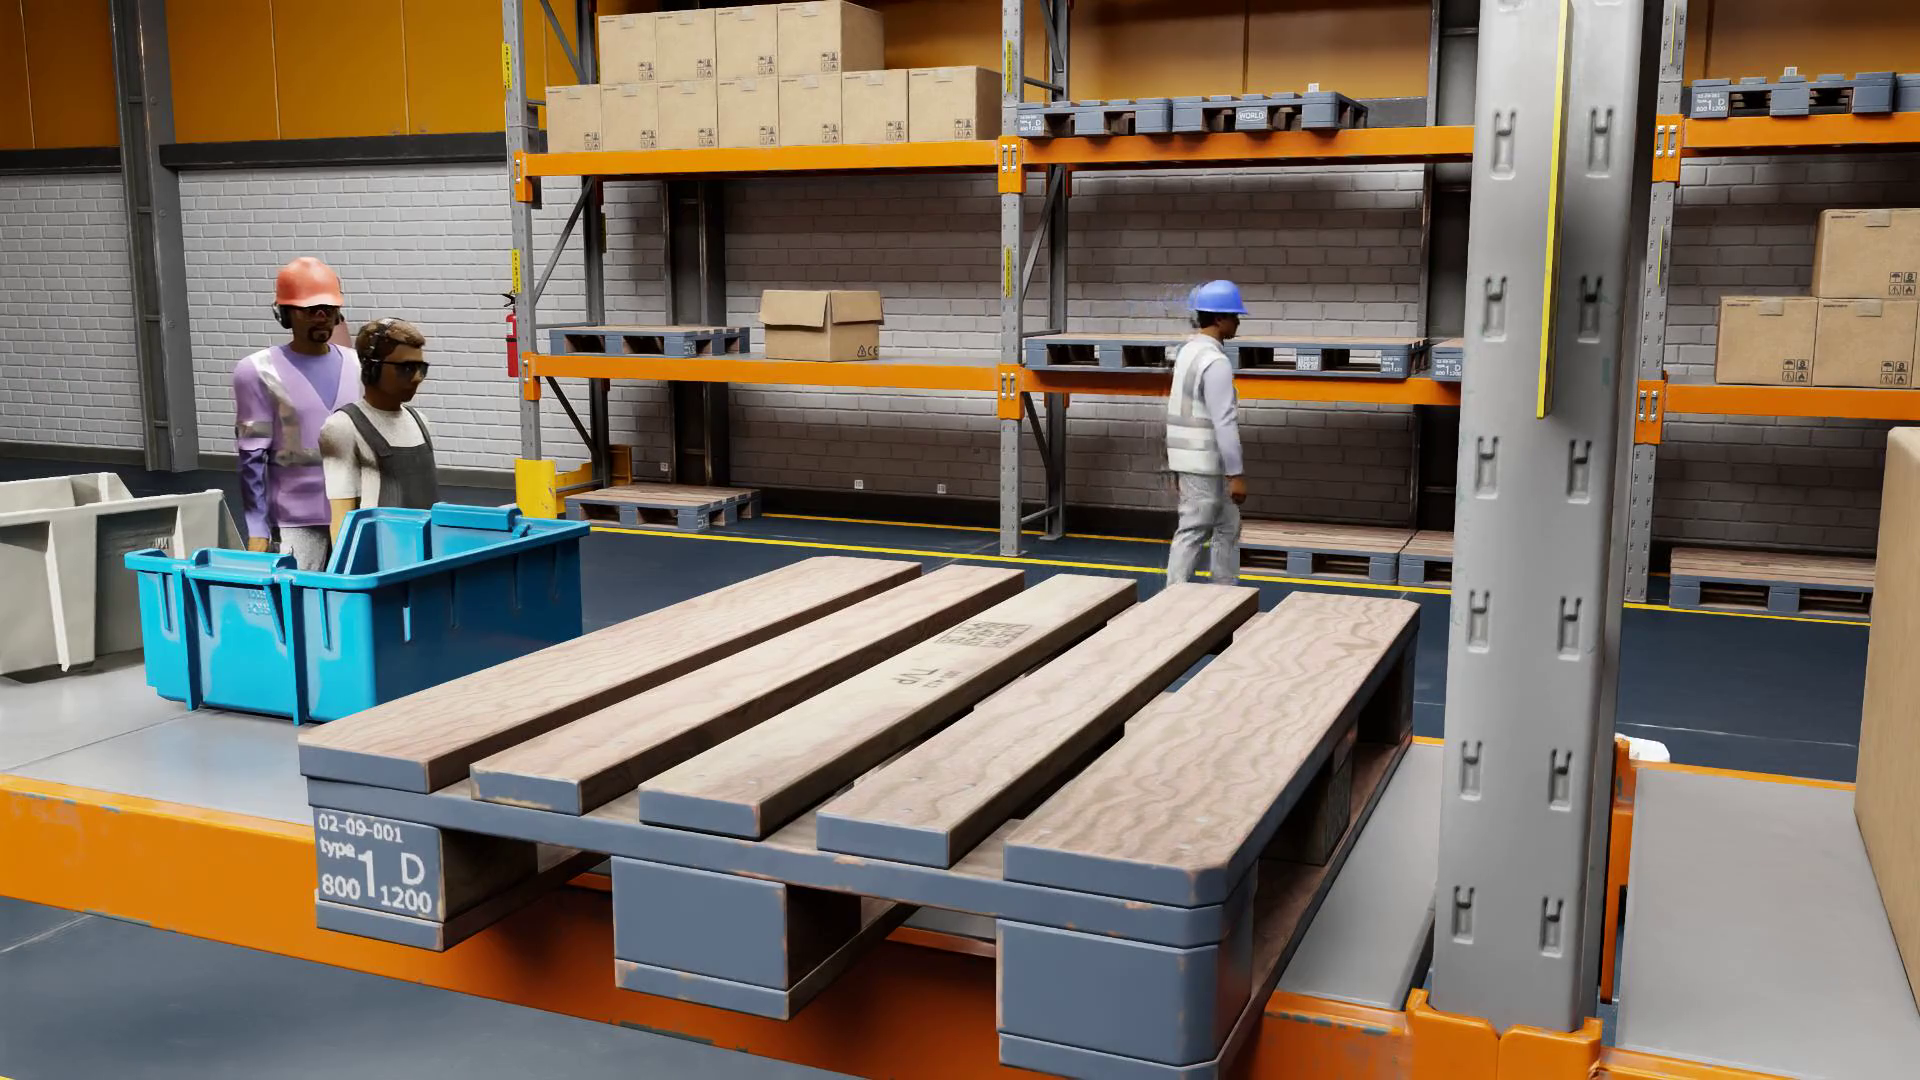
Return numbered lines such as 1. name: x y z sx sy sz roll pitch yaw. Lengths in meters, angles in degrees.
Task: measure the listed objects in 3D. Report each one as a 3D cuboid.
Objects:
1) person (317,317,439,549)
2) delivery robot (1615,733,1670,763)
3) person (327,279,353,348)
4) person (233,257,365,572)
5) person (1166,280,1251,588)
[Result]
1. person: -1.919 0.170 5.648 0.345 1.843 0.504 3 10 16
2. delivery robot: 2.044 0.807 5.402 0.477 0.478 0.707 7 12 37
3. person: -5.545 -1.371 14.701 0.402 1.904 0.638 0 9 -1
4. person: -2.566 -0.105 6.698 0.390 2.040 0.614 8 12 39
5. person: 1.417 -0.404 8.825 0.755 1.921 0.652 -1 10 -4
